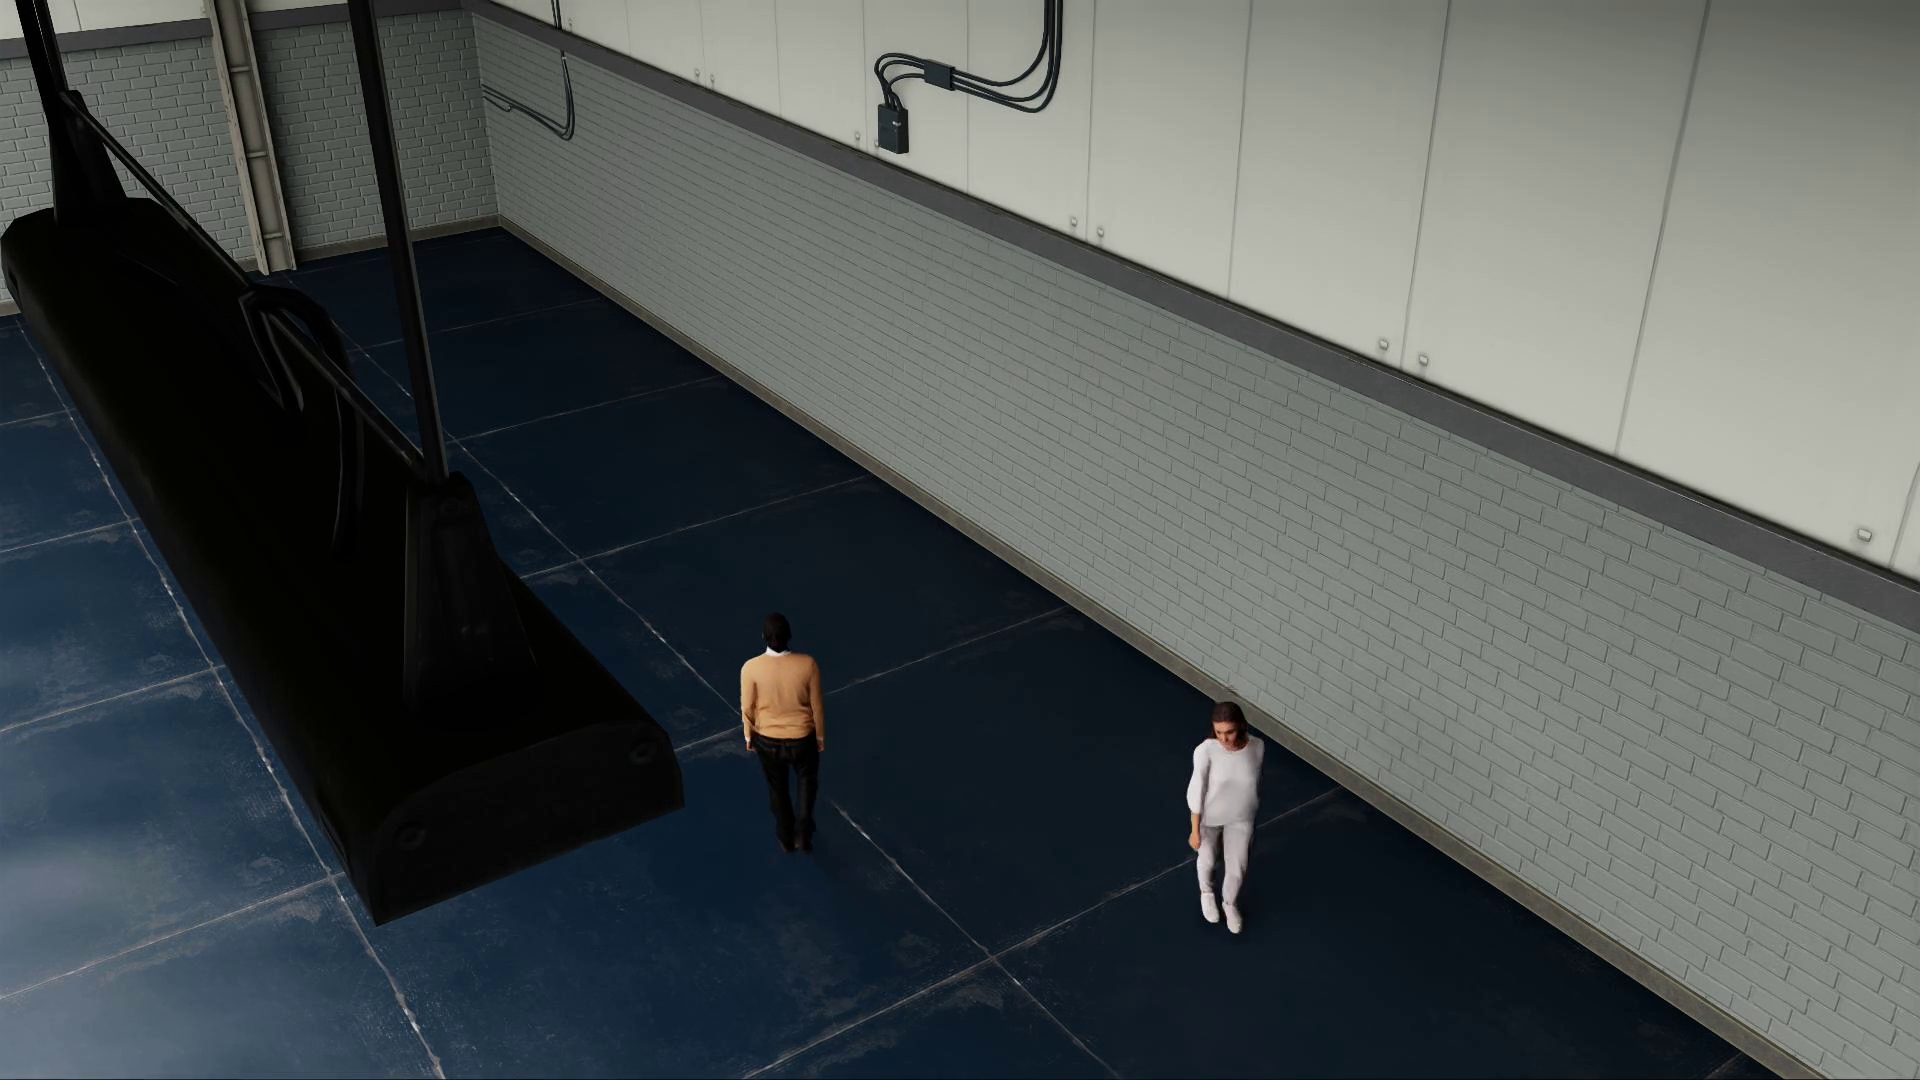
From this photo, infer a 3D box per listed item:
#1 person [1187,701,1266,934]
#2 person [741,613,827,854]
[{"bbox_3d":[1.554,1.579,9.812,0.750,1.654,0.820,-8,29,-15],"label":"person"},{"bbox_3d":[-1.077,1.264,10.305,0.887,1.746,0.920,-4,28,-7],"label":"person"}]
